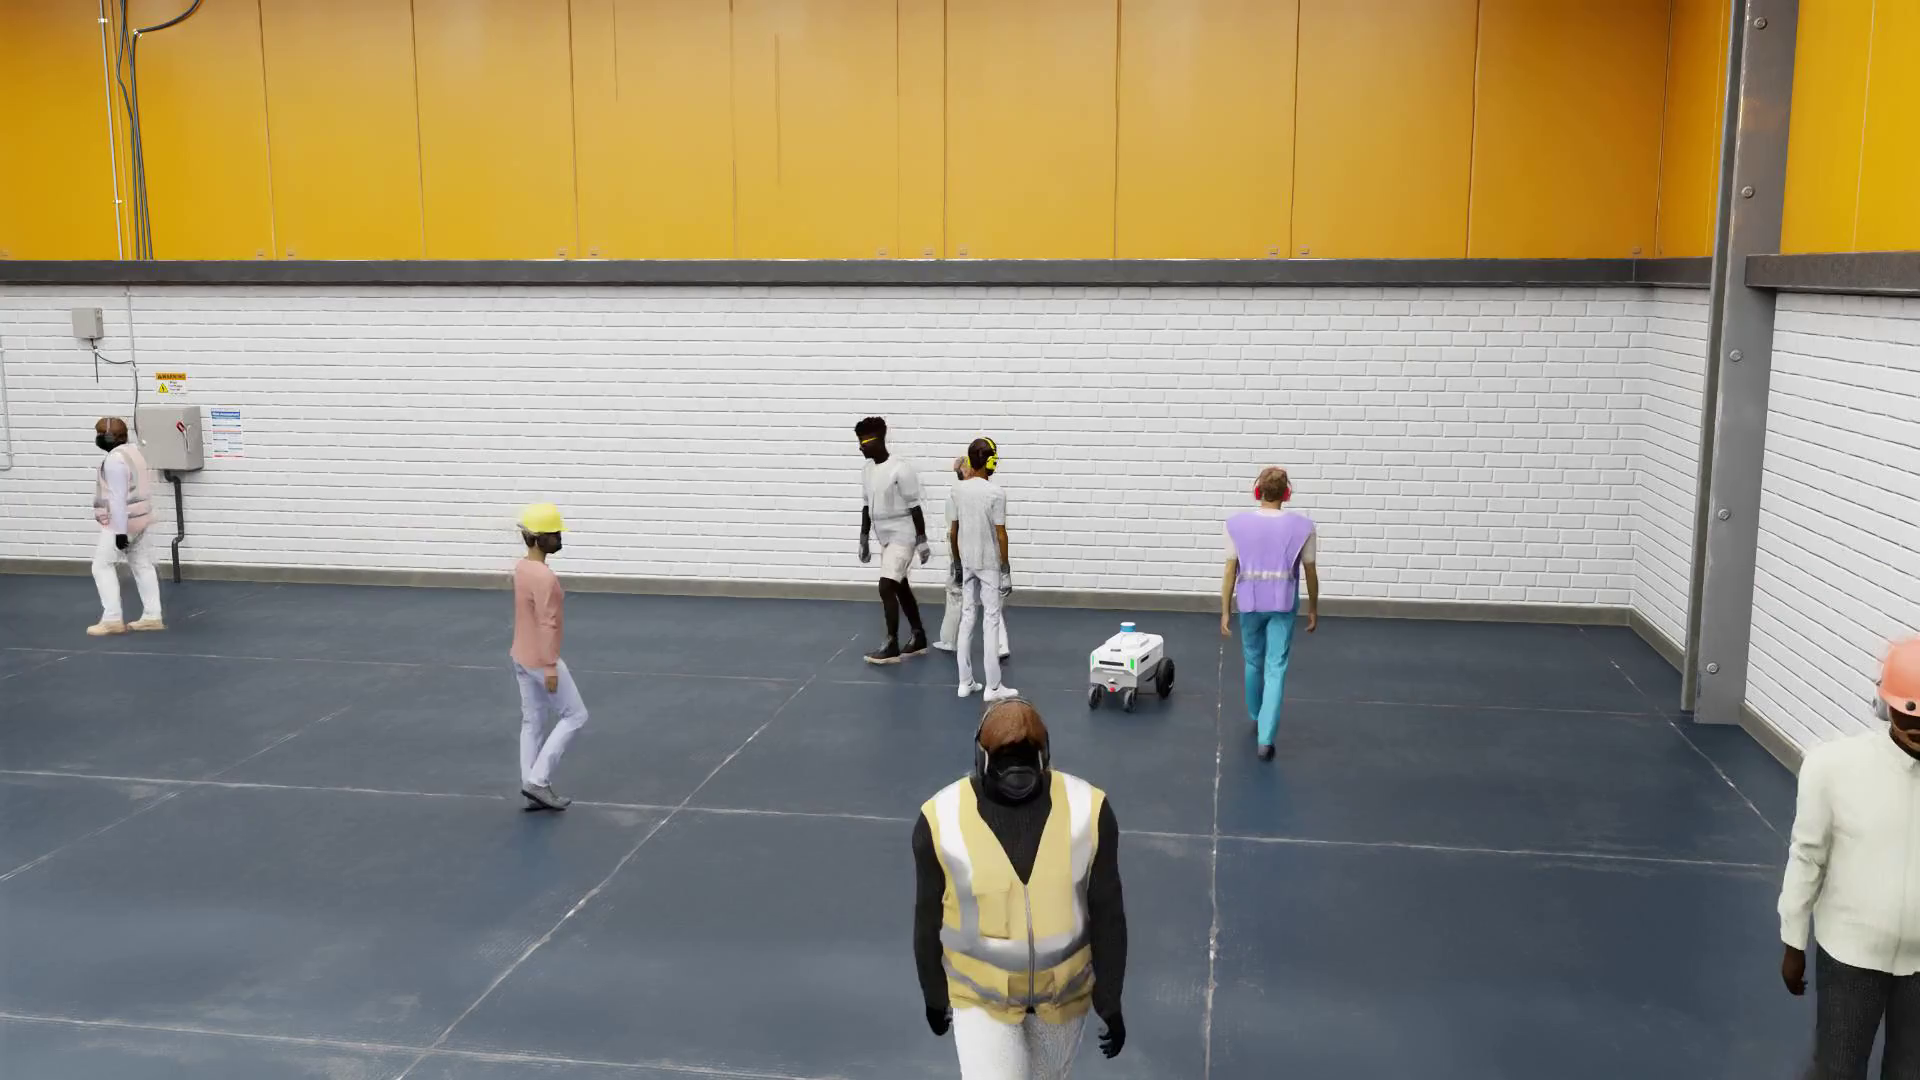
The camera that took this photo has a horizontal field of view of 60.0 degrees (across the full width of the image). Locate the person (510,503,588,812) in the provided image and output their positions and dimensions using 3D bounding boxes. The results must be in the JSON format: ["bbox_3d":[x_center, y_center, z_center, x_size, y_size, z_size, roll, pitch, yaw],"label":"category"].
[{"bbox_3d":[-2.302,0.663,9.267,0.372,1.750,0.553,-6,11,-31],"label":"person"}]

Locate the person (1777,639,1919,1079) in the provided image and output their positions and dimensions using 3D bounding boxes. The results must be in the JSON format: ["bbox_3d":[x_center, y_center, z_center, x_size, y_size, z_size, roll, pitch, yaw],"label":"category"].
[{"bbox_3d":[2.838,1.238,5.089,0.613,1.970,0.569,3,10,17],"label":"person"}]

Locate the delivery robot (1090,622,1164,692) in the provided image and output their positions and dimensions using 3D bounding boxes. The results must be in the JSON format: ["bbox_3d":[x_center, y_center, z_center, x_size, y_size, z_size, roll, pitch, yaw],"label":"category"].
[{"bbox_3d":[1.178,0.824,11.697,0.477,0.478,0.707,4,10,24],"label":"delivery robot"}]

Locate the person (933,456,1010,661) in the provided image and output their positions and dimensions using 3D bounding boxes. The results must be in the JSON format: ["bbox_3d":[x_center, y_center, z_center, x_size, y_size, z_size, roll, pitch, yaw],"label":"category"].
[{"bbox_3d":[0.117,0.142,13.002,0.527,1.594,0.860,-6,11,-34],"label":"person"}]

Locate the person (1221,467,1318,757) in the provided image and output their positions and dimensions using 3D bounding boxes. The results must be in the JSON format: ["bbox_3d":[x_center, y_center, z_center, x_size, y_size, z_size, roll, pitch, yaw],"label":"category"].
[{"bbox_3d":[1.982,0.428,10.617,0.590,1.787,0.989,2,9,13],"label":"person"}]

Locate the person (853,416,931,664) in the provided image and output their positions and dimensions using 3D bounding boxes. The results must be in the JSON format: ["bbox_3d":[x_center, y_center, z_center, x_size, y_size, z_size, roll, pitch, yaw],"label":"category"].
[{"bbox_3d":[-0.558,-0.007,12.931,0.767,1.910,0.605,-6,11,-32],"label":"person"}]

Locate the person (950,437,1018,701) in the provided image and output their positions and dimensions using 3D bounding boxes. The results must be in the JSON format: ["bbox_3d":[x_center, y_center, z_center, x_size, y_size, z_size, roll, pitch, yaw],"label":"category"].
[{"bbox_3d":[0.162,0.204,11.773,0.511,1.869,0.329,7,11,37],"label":"person"}]

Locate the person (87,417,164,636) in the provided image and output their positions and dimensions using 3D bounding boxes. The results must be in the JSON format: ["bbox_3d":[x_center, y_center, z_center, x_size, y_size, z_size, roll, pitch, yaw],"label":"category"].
[{"bbox_3d":[-7.059,-0.115,13.890,0.694,1.816,0.654,-1,9,-9],"label":"person"}]

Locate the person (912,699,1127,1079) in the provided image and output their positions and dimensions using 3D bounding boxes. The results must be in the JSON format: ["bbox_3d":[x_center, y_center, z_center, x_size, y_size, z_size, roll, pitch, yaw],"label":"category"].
[{"bbox_3d":[0.170,1.335,5.031,0.617,1.805,0.963,-1,9,-8],"label":"person"}]
